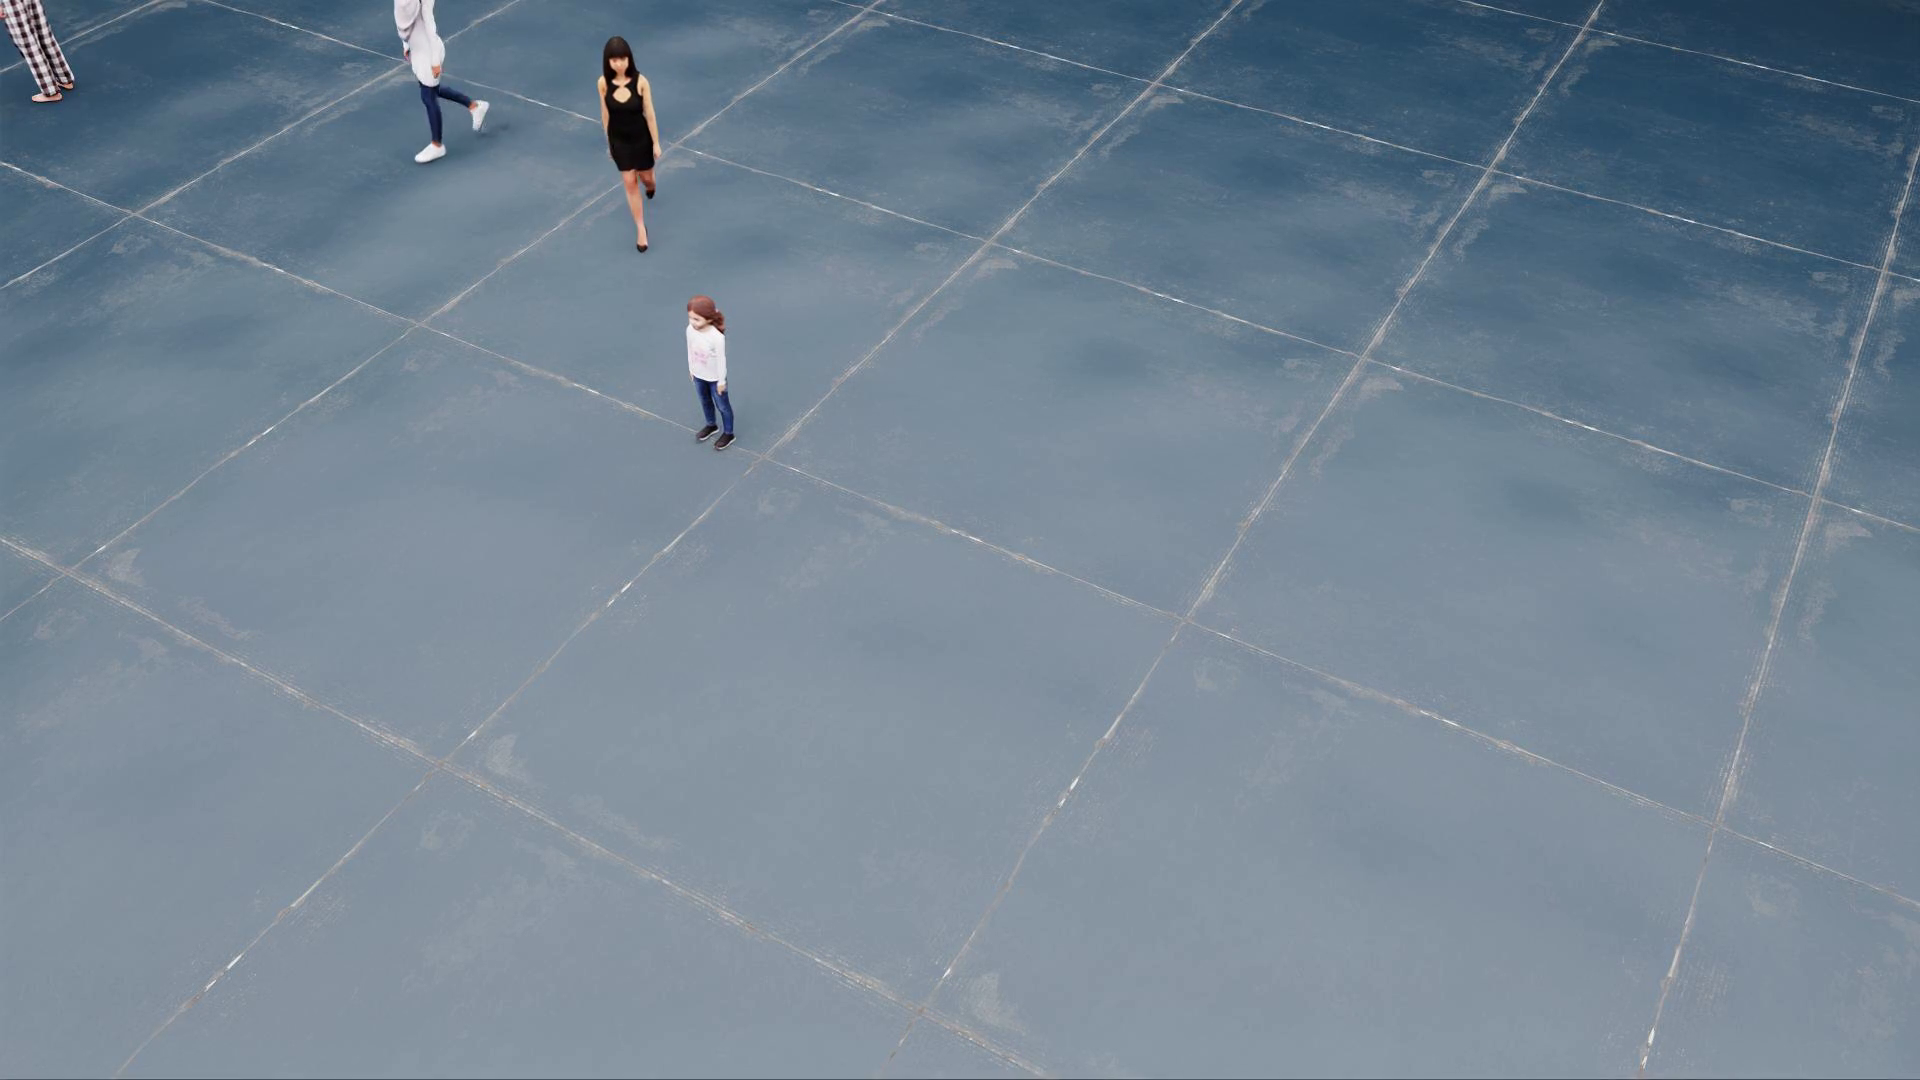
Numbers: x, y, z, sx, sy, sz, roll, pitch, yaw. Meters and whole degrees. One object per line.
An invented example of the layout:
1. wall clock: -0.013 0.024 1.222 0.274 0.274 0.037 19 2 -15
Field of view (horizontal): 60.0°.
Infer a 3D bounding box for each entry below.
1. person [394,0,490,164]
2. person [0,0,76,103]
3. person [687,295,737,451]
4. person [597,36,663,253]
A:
1. person: -4.181 -3.900 13.209 1.053 1.763 0.851 -28 49 -27
2. person: -7.902 -4.575 13.890 0.759 1.847 0.603 6 43 7
3. person: -1.589 -1.083 10.592 0.433 1.112 0.462 22 47 23
4. person: -2.422 -2.967 12.281 0.842 1.631 0.984 -1 42 -2
